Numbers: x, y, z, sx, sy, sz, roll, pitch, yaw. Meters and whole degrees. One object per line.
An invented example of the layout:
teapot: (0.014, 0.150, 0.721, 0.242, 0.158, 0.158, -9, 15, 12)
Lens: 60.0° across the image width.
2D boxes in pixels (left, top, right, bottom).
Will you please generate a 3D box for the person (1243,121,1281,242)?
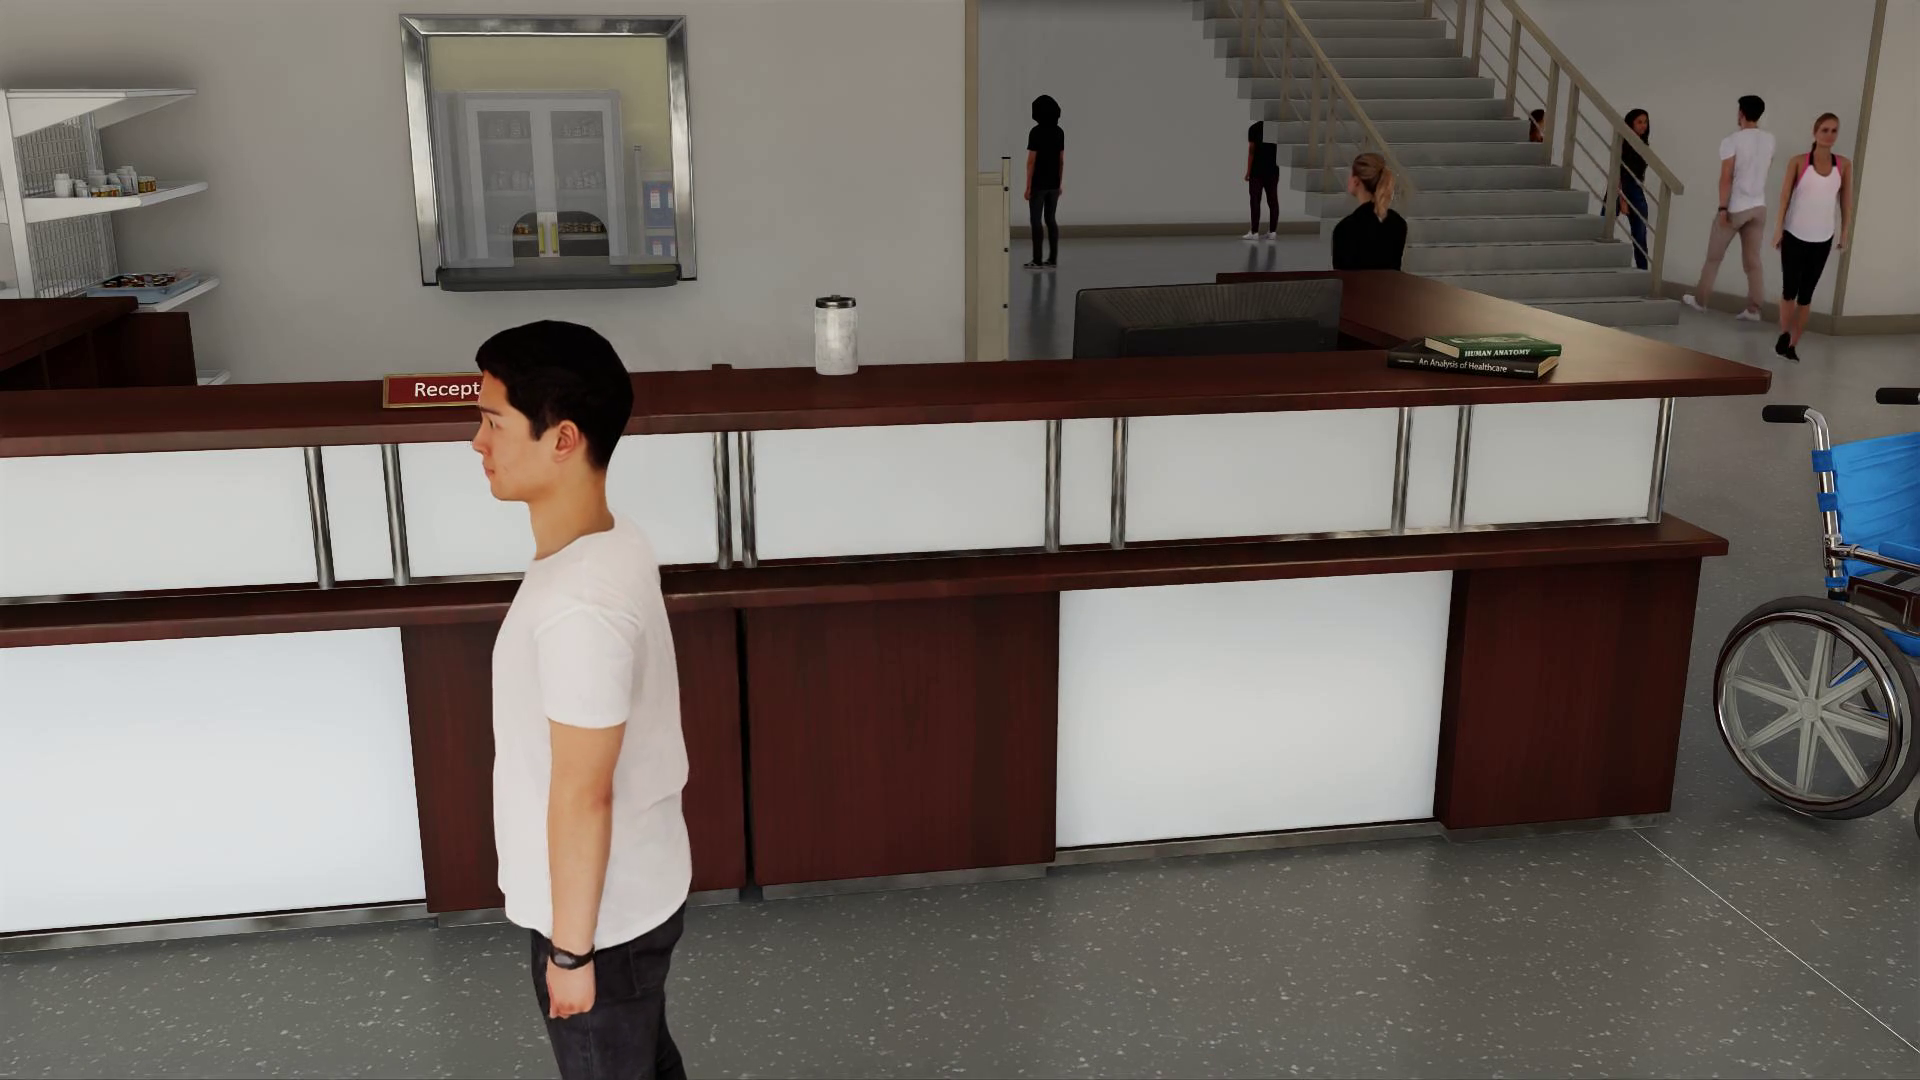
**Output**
person: (3.835, -4.689, 20.967, 0.655, 1.779, 0.596, -5, 16, -17)

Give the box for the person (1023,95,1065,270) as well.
person: (0.914, -3.847, 17.868, 0.706, 1.826, 0.693, -12, 19, -35)

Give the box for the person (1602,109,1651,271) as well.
person: (6.227, -3.171, 15.767, 0.540, 1.678, 1.201, -3, 16, -10)

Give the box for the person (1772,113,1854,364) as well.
person: (6.141, -2.186, 12.083, 0.737, 1.782, 0.748, 4, 16, 14)

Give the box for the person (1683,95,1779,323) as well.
person: (6.535, -2.688, 13.772, 0.732, 1.831, 1.207, -1, 16, -5)

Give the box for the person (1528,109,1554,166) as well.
person: (5.808, -3.529, 17.050, 0.860, 1.672, 1.085, -11, 19, -33)

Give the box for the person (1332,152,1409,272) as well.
person: (1.968, -0.955, 7.887, 0.788, 1.690, 1.024, -8, 18, -27)

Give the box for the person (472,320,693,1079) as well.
person: (-0.549, 0.502, 2.599, 0.690, 1.722, 0.485, -2, 16, -8)
